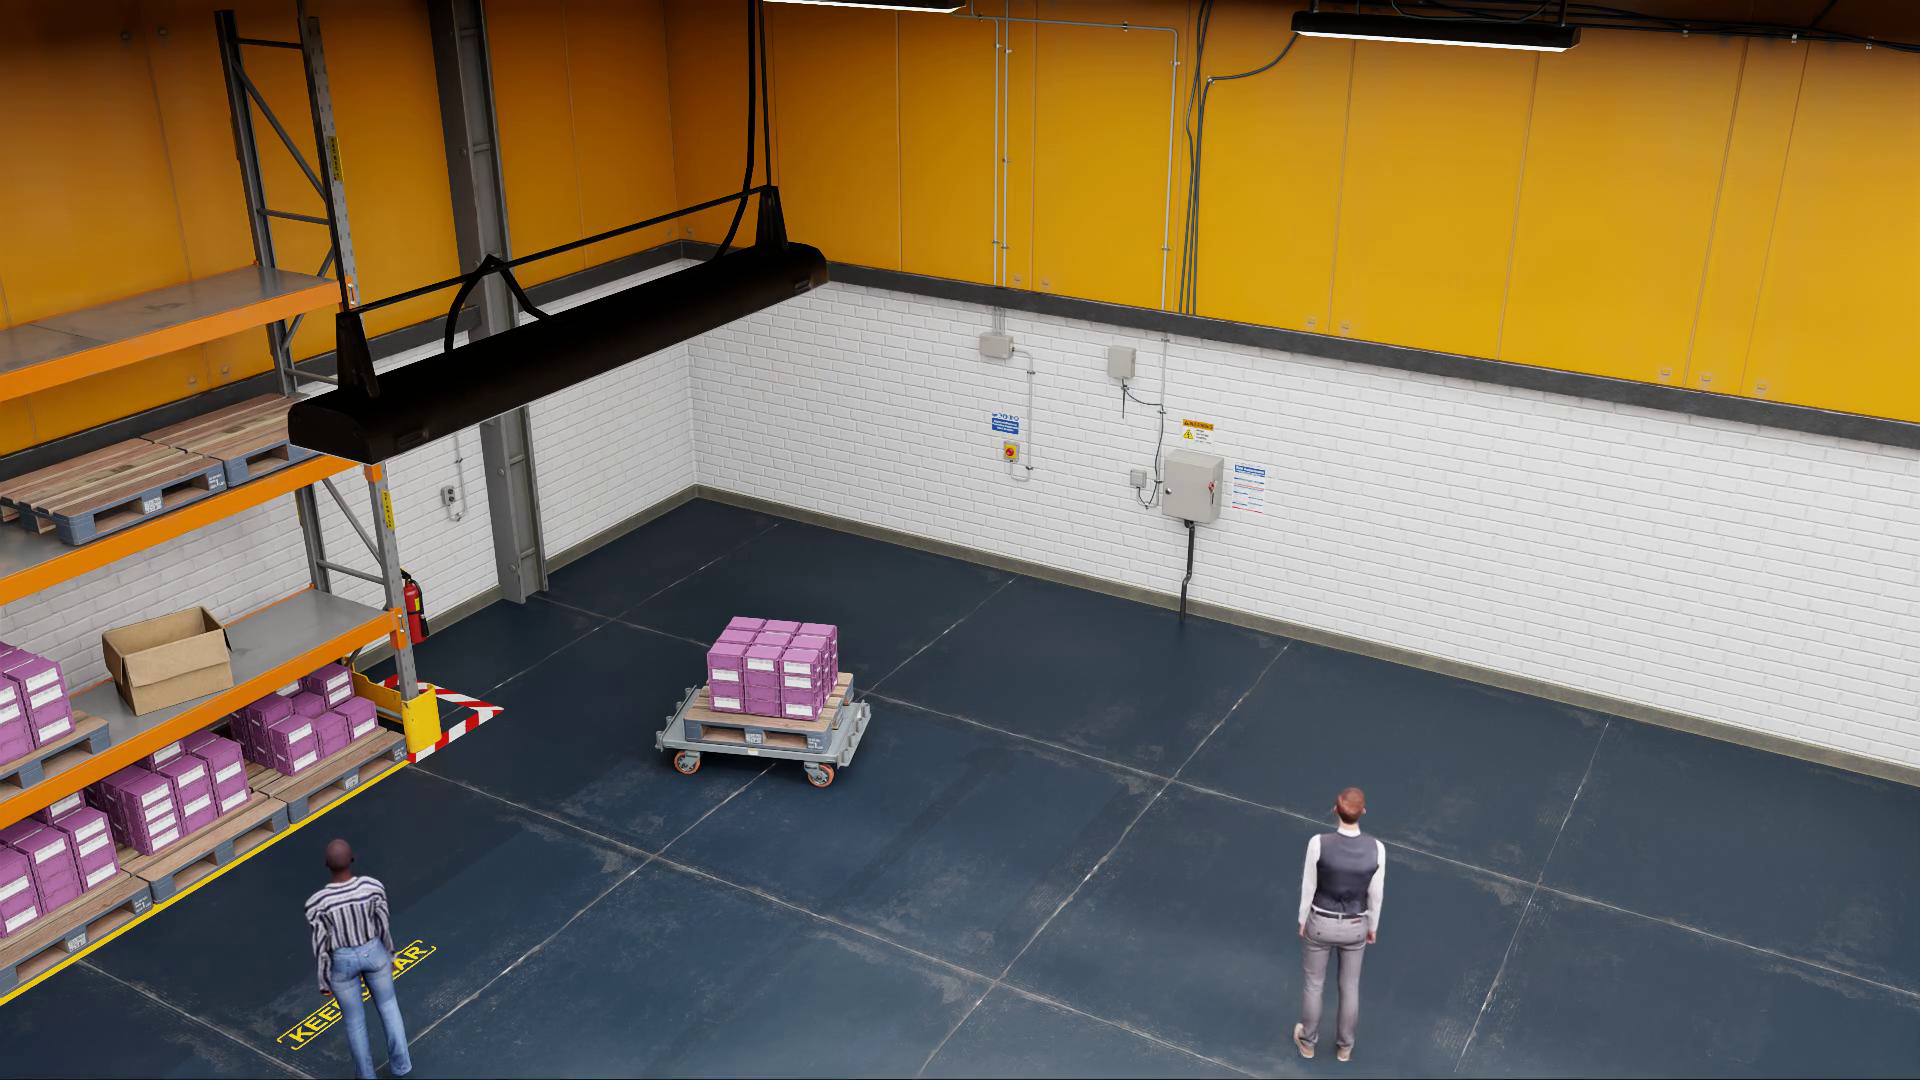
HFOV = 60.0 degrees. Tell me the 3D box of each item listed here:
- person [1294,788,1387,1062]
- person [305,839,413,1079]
[{"bbox_3d":[2.361,2.404,10.404,0.725,1.932,0.691,3,24,7],"label":"person"},{"bbox_3d":[-3.659,2.602,10.125,0.638,1.794,0.767,-16,28,-32],"label":"person"}]
